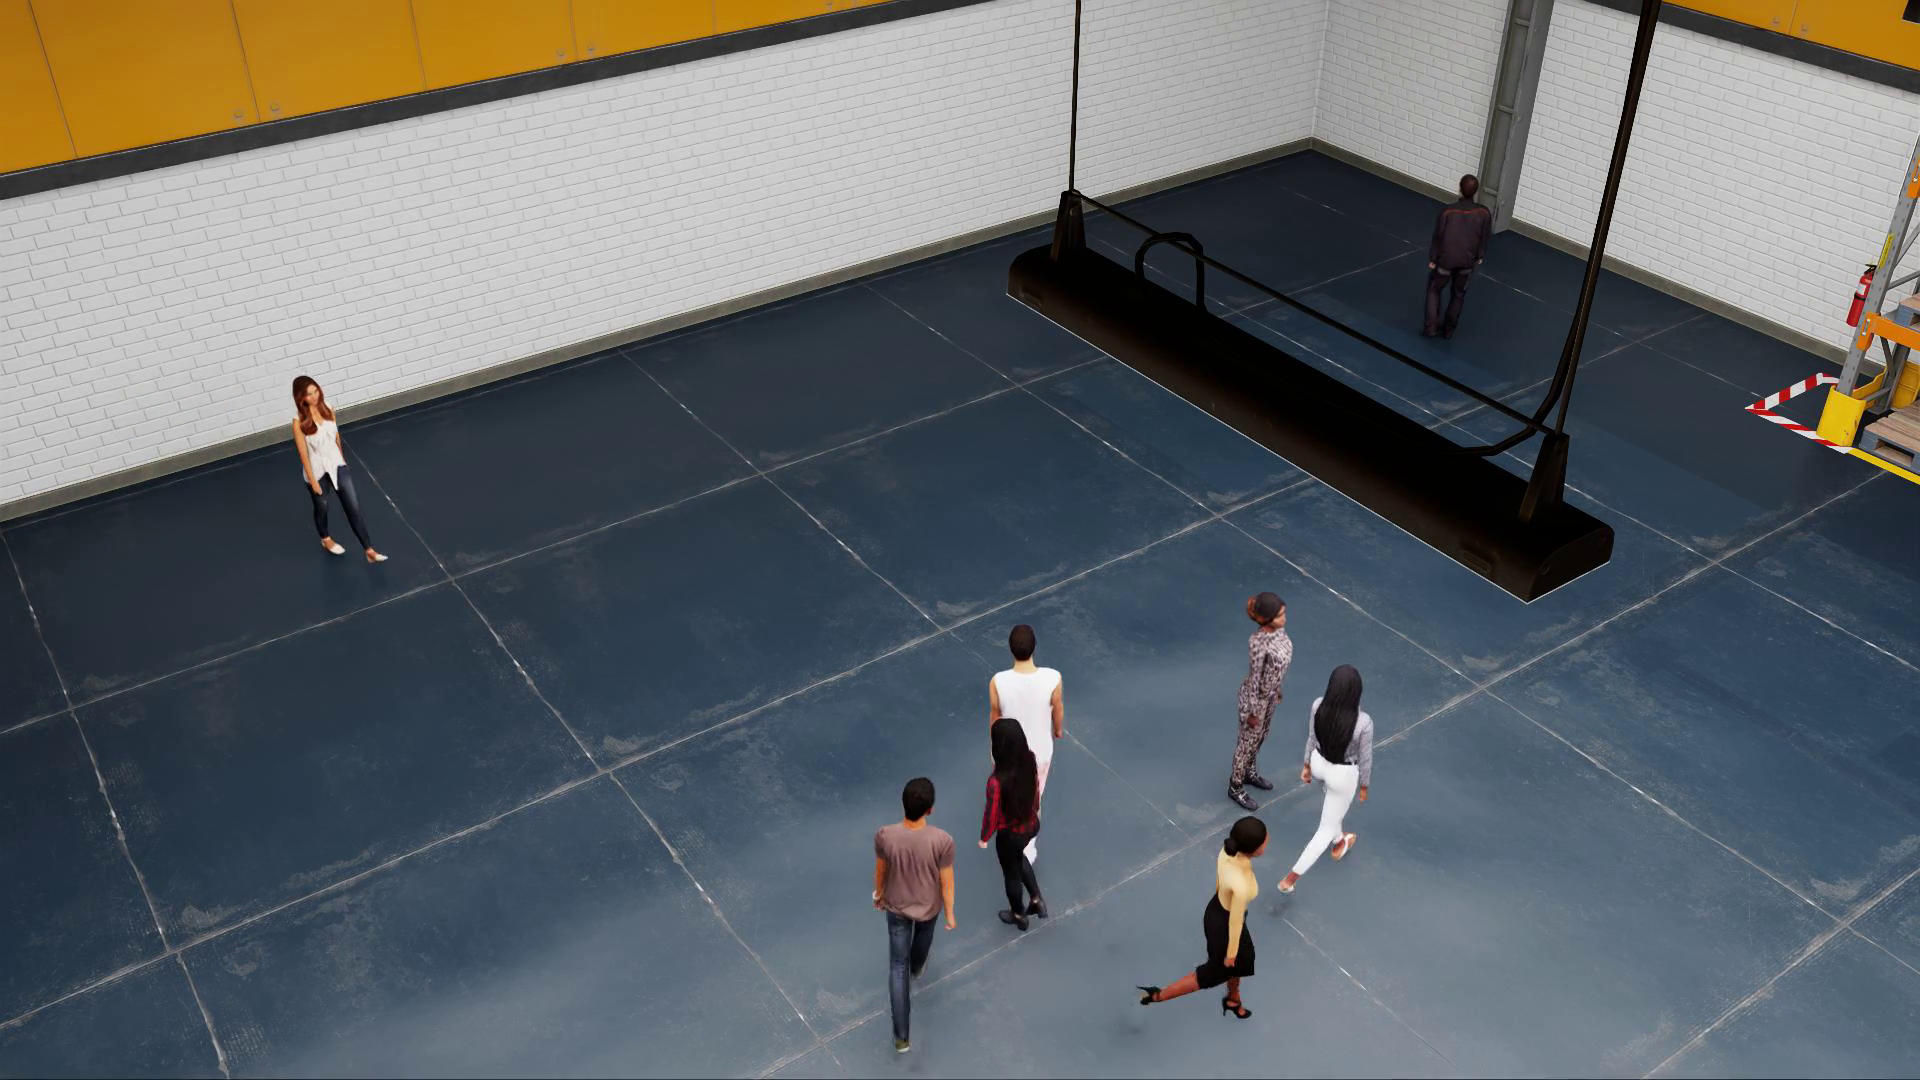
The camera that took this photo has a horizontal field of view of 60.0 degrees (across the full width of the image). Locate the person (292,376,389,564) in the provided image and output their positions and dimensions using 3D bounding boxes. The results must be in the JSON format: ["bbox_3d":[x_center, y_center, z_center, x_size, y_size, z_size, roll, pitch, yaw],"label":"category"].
[{"bbox_3d":[-5.373,-0.596,13.908,1.108,1.751,0.836,21,39,28],"label":"person"}]

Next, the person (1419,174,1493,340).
[{"bbox_3d":[5.164,-2.894,17.290,0.886,1.834,0.942,5,34,7],"label":"person"}]

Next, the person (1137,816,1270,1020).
[{"bbox_3d":[1.463,2.280,9.699,1.004,1.621,1.012,-1,34,-2],"label":"person"}]

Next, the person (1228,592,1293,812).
[{"bbox_3d":[2.055,1.081,11.420,0.669,1.713,0.653,22,39,29],"label":"person"}]

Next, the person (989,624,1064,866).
[{"bbox_3d":[0.431,1.402,10.912,1.086,1.740,1.199,3,34,4],"label":"person"}]

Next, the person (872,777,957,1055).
[{"bbox_3d":[-0.284,2.206,9.711,1.110,1.730,1.246,-1,34,-1],"label":"person"}]

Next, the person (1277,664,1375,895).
[{"bbox_3d":[2.363,1.580,10.693,0.813,1.686,1.129,-28,43,-35],"label":"person"}]

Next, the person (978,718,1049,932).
[{"bbox_3d":[0.418,1.834,10.354,0.759,1.638,0.716,18,38,25],"label":"person"}]
